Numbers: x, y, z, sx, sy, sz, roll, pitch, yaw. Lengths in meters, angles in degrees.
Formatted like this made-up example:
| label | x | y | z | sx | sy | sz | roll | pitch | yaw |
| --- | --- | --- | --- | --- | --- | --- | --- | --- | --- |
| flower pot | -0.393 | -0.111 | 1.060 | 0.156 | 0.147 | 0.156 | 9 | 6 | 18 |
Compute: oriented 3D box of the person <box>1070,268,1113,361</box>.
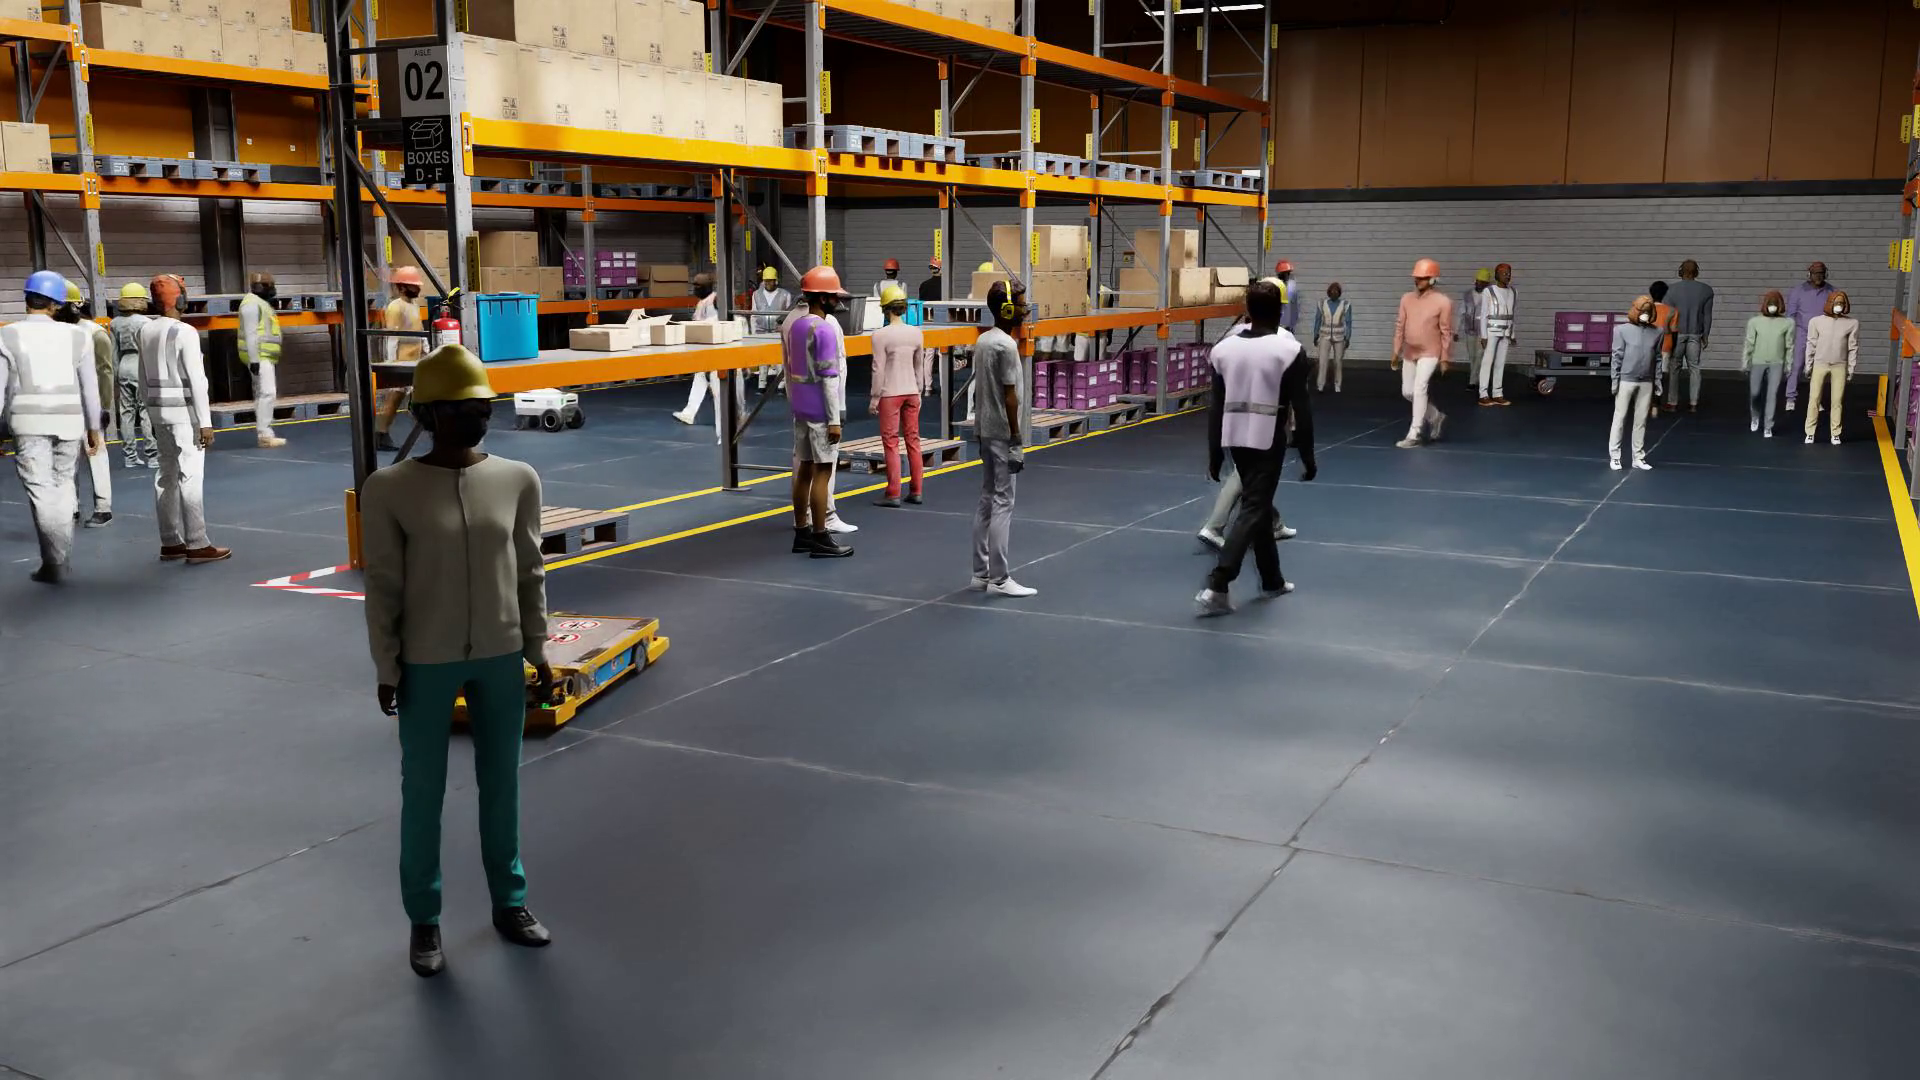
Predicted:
| label | x | y | z | sx | sy | sz | roll | pitch | yaw |
| --- | --- | --- | --- | --- | --- | --- | --- | --- | --- |
| person | 1.811 | -2.843 | 22.952 | 0.623 | 1.835 | 0.430 | -1 | 10 | -3 |

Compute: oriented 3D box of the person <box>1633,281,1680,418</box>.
| label | x | y | z | sx | sy | sz | roll | pitch | yaw |
| --- | --- | --- | --- | --- | --- | --- | --- | --- | --- |
| person | 8.619 | -2.366 | 20.654 | 0.544 | 1.664 | 0.769 | 3 | 10 | 19 |

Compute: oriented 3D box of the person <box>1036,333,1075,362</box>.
| label | x | y | z | sx | sy | sz | roll | pitch | yaw |
| --- | --- | --- | --- | --- | --- | --- | --- | --- | --- |
| person | 1.335 | -2.965 | 23.126 | 0.623 | 2.012 | 0.594 | 3 | 10 | 18 |

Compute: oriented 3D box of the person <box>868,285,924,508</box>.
| label | x | y | z | sx | sy | sz | roll | pitch | yaw |
| --- | --- | --- | --- | --- | --- | --- | --- | --- | --- |
| person | -0.517 | -1.142 | 13.286 | 0.532 | 1.765 | 0.328 | -9 | 13 | -41 |

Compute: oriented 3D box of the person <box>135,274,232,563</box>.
| label | x | y | z | sx | sy | sz | roll | pitch | yaw |
| --- | --- | --- | --- | --- | --- | --- | --- | --- | --- |
| person | -5.105 | -0.788 | 10.886 | 0.584 | 1.884 | 0.347 | 5 | 11 | 29 |

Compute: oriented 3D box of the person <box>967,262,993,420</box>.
| label | x | y | z | sx | sy | sz | roll | pitch | yaw |
| --- | --- | --- | --- | --- | --- | --- | --- | --- | --- |
| person | 0.311 | -2.359 | 19.903 | 0.406 | 1.917 | 0.600 | 6 | 12 | 33 |

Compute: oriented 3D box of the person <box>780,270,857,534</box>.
| label | x | y | z | sx | sy | sz | roll | pitch | yaw |
| --- | --- | --- | --- | --- | --- | --- | --- | --- | --- |
| person | -1.013 | -1.002 | 12.044 | 0.410 | 1.913 | 0.651 | -8 | 13 | -38 |

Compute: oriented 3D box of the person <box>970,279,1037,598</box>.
| label | x | y | z | sx | sy | sz | roll | pitch | yaw |
| --- | --- | --- | --- | --- | --- | --- | --- | --- | --- |
| person | 0.242 | -0.596 | 9.823 | 0.311 | 1.869 | 0.530 | -4 | 10 | -21 |

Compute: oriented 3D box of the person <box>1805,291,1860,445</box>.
| label | x | y | z | sx | sy | sz | roll | pitch | yaw |
| --- | --- | --- | --- | --- | --- | --- | --- | --- | --- |
| person | 9.209 | -1.817 | 17.597 | 0.496 | 1.629 | 0.277 | 4 | 10 | 21 |

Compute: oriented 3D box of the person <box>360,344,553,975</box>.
| label | x | y | z | sx | sy | sz | roll | pitch | yaw |
| --- | --- | --- | --- | --- | --- | --- | --- | --- | --- |
| person | -1.417 | 0.331 | 4.745 | 0.525 | 1.772 | 0.306 | -7 | 12 | -36 |

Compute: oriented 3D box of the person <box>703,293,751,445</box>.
| label | x | y | z | sx | sy | sz | roll | pitch | yaw |
| --- | --- | --- | --- | --- | --- | --- | --- | --- | --- |
| person | -2.487 | -1.838 | 17.708 | 0.518 | 1.623 | 0.616 | -1 | 10 | -8 |

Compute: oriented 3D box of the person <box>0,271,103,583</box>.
| label | x | y | z | sx | sy | sz | roll | pitch | yaw |
| --- | --- | --- | --- | --- | --- | --- | --- | --- | --- |
| person | -5.701 | -0.696 | 10.301 | 0.649 | 1.907 | 0.600 | 8 | 12 | 37 |

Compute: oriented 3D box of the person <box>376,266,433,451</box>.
| label | x | y | z | sx | sy | sz | roll | pitch | yaw |
| --- | --- | --- | --- | --- | --- | --- | --- | --- | --- |
| person | -5.547 | -1.818 | 16.848 | 0.996 | 1.883 | 0.564 | 0 | 10 | 2 |

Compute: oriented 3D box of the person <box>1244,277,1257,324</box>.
| label | x | y | z | sx | sy | sz | roll | pitch | yaw |
| --- | --- | --- | --- | --- | --- | --- | --- | --- | --- |
| person | 4.577 | -3.172 | 25.376 | 0.558 | 1.658 | 0.823 | -7 | 12 | -34 |

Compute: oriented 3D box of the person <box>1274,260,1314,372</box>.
| label | x | y | z | sx | sy | sz | roll | pitch | yaw |
| --- | --- | --- | --- | --- | --- | --- | --- | --- | --- |
| person | 5.280 | -3.500 | 26.491 | 0.624 | 1.917 | 0.571 | 2 | 10 | 13 |

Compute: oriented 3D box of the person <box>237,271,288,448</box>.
| label | x | y | z | sx | sy | sz | roll | pitch | yaw |
| --- | --- | --- | --- | --- | --- | --- | --- | --- | --- |
| person | -7.275 | -1.873 | 17.342 | 0.432 | 1.832 | 0.694 | -1 | 10 | -8 |

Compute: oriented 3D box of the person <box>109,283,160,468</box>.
| label | x | y | z | sx | sy | sz | roll | pitch | yaw |
| --- | --- | --- | --- | --- | --- | --- | --- | --- | --- |
| person | -7.764 | -1.550 | 15.720 | 0.487 | 1.740 | 0.313 | 3 | 10 | 15 |

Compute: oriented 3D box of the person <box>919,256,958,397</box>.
| label | x | y | z | sx | sy | sz | roll | pitch | yaw |
| --- | --- | --- | --- | --- | --- | --- | --- | --- | --- |
| person | -0.301 | -3.013 | 23.452 | 0.608 | 1.995 | 0.377 | 7 | 12 | 37 |

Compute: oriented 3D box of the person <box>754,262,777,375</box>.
| label | x | y | z | sx | sy | sz | roll | pitch | yaw |
| --- | --- | --- | --- | --- | --- | --- | --- | --- | --- |
| person | -3.222 | -3.661 | 27.567 | 0.323 | 1.870 | 0.518 | -5 | 11 | -28 |

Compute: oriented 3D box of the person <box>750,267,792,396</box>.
| label | x | y | z | sx | sy | sz | roll | pitch | yaw |
| --- | --- | --- | --- | --- | --- | --- | --- | --- | --- |
| person | -2.676 | -2.956 | 23.601 | 0.601 | 1.827 | 0.403 | 1 | 10 | 3 |

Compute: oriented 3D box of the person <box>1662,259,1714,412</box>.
| label | x | y | z | sx | sy | sz | roll | pitch | yaw |
| --- | --- | --- | --- | --- | --- | --- | --- | --- | --- |
| person | 9.242 | -2.597 | 21.207 | 0.630 | 1.938 | 0.366 | 1 | 10 | 3 |

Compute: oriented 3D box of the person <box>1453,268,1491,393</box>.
| label | x | y | z | sx | sy | sz | roll | pitch | yaw |
| --- | --- | --- | --- | --- | --- | --- | --- | --- | --- |
| person | 7.462 | -3.025 | 24.098 | 0.654 | 1.789 | 0.757 | 9 | 13 | 42 |

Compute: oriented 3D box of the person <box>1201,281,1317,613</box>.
| label | x | y | z | sx | sy | sz | roll | pitch | yaw |
| --- | --- | --- | --- | --- | --- | --- | --- | --- | --- |
| person | 1.676 | -0.530 | 9.464 | 0.601 | 1.875 | 0.993 | 9 | 14 | 43 |

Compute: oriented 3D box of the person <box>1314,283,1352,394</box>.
| label | x | y | z | sx | sy | sz | roll | pitch | yaw |
| --- | --- | --- | --- | --- | --- | --- | --- | --- | --- |
| person | 5.355 | -2.886 | 23.913 | 0.549 | 1.580 | 0.869 | 3 | 10 | 18 |

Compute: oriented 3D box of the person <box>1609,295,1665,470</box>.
| label | x | y | z | sx | sy | sz | roll | pitch | yaw |
| --- | --- | --- | --- | --- | --- | --- | --- | --- | --- |
| person | 6.317 | -1.464 | 15.526 | 0.499 | 1.633 | 0.279 | -1 | 10 | -5 |

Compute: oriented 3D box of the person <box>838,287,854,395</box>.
| label | x | y | z | sx | sy | sz | roll | pitch | yaw |
| --- | --- | --- | --- | --- | --- | --- | --- | --- | --- |
| person | -1.578 | -2.350 | 19.858 | 0.645 | 1.916 | 0.738 | -1 | 10 | -7 |

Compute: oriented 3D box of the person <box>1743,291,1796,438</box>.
| label | x | y | z | sx | sy | sz | roll | pitch | yaw |
| --- | --- | --- | --- | --- | --- | --- | --- | --- | --- |
| person | 8.985 | -1.963 | 18.488 | 0.514 | 1.611 | 0.732 | 5 | 11 | 28 |

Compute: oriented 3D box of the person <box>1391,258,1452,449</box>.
| label | x | y | z | sx | sy | sz | roll | pitch | yaw |
| --- | --- | --- | --- | --- | --- | --- | --- | --- | --- |
| person | 4.867 | -1.948 | 17.364 | 0.795 | 1.974 | 0.630 | -7 | 12 | -36 |

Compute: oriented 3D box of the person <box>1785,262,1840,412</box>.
| label | x | y | z | sx | sy | sz | roll | pitch | yaw |
| --- | --- | --- | --- | --- | --- | --- | --- | --- | --- |
| person | 10.878 | -2.585 | 21.229 | 0.652 | 1.905 | 0.402 | 2 | 10 | 11 |

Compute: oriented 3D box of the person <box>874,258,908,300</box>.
| label | x | y | z | sx | sy | sz | roll | pitch | yaw |
| --- | --- | --- | --- | --- | --- | --- | --- | --- | --- |
| person | -1.057 | -3.375 | 25.714 | 0.551 | 1.935 | 0.375 | 2 | 10 | 11 |

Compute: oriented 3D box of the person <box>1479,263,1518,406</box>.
| label | x | y | z | sx | sy | sz | roll | pitch | yaw |
| --- | --- | --- | --- | --- | --- | --- | --- | --- | --- |
| person | 7.149 | -2.720 | 22.083 | 0.574 | 1.881 | 0.358 | -5 | 11 | -25 |

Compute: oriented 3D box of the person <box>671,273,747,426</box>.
| label | x | y | z | sx | sy | sz | roll | pitch | yaw |
| --- | --- | --- | --- | --- | --- | --- | --- | --- | --- |
| person | -2.916 | -2.211 | 19.418 | 0.941 | 1.782 | 0.641 | -4 | 11 | -21 |

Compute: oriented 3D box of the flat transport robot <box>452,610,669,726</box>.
| label | x | y | z | sx | sy | sz | roll | pitch | yaw |
| --- | --- | --- | --- | --- | --- | --- | --- | --- | --- |
| flat transport robot | -1.900 | 0.566 | 7.719 | 0.652 | 0.197 | 1.431 | 2 | 10 | 9 |

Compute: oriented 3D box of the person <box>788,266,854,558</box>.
| label | x | y | z | sx | sy | sz | roll | pitch | yaw |
| --- | --- | --- | --- | --- | --- | --- | --- | --- | --- |
| person | -0.928 | -0.851 | 11.101 | 0.375 | 1.935 | 0.551 | -6 | 11 | -31 |

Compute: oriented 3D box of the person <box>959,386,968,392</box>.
| label | x | y | z | sx | sy | sz | roll | pitch | yaw |
| --- | --- | --- | --- | --- | --- | --- | --- | --- | --- |
| person | 0.528 | -3.030 | 23.932 | 1.060 | 1.884 | 0.645 | 3 | 10 | 16 |

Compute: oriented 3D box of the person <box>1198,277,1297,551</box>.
| label | x | y | z | sx | sy | sz | roll | pitch | yaw |
| --- | --- | --- | --- | --- | --- | --- | --- | --- | --- |
| person | 1.992 | -0.865 | 11.394 | 1.044 | 1.866 | 0.594 | -7 | 12 | -36 |

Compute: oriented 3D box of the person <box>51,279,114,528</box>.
| label | x | y | z | sx | sy | sz | roll | pitch | yaw |
| --- | --- | --- | --- | --- | --- | --- | --- | --- | --- |
| person | -6.544 | -1.001 | 12.269 | 0.599 | 1.832 | 0.404 | 2 | 10 | 10 |

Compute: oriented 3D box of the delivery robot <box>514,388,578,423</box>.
| label | x | y | z | sx | sy | sz | roll | pitch | yaw |
| --- | --- | --- | --- | --- | --- | --- | --- | --- | --- |
| delivery robot | -4.730 | -1.570 | 18.991 | 0.707 | 0.478 | 0.477 | 4 | 11 | 22 |

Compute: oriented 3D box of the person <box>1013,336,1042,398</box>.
| label | x | y | z | sx | sy | sz | roll | pitch | yaw |
| --- | --- | --- | --- | --- | --- | --- | --- | --- | --- |
| person | 0.858 | -2.998 | 23.222 | 0.611 | 2.042 | 0.394 | 0 | 10 | 2 |
